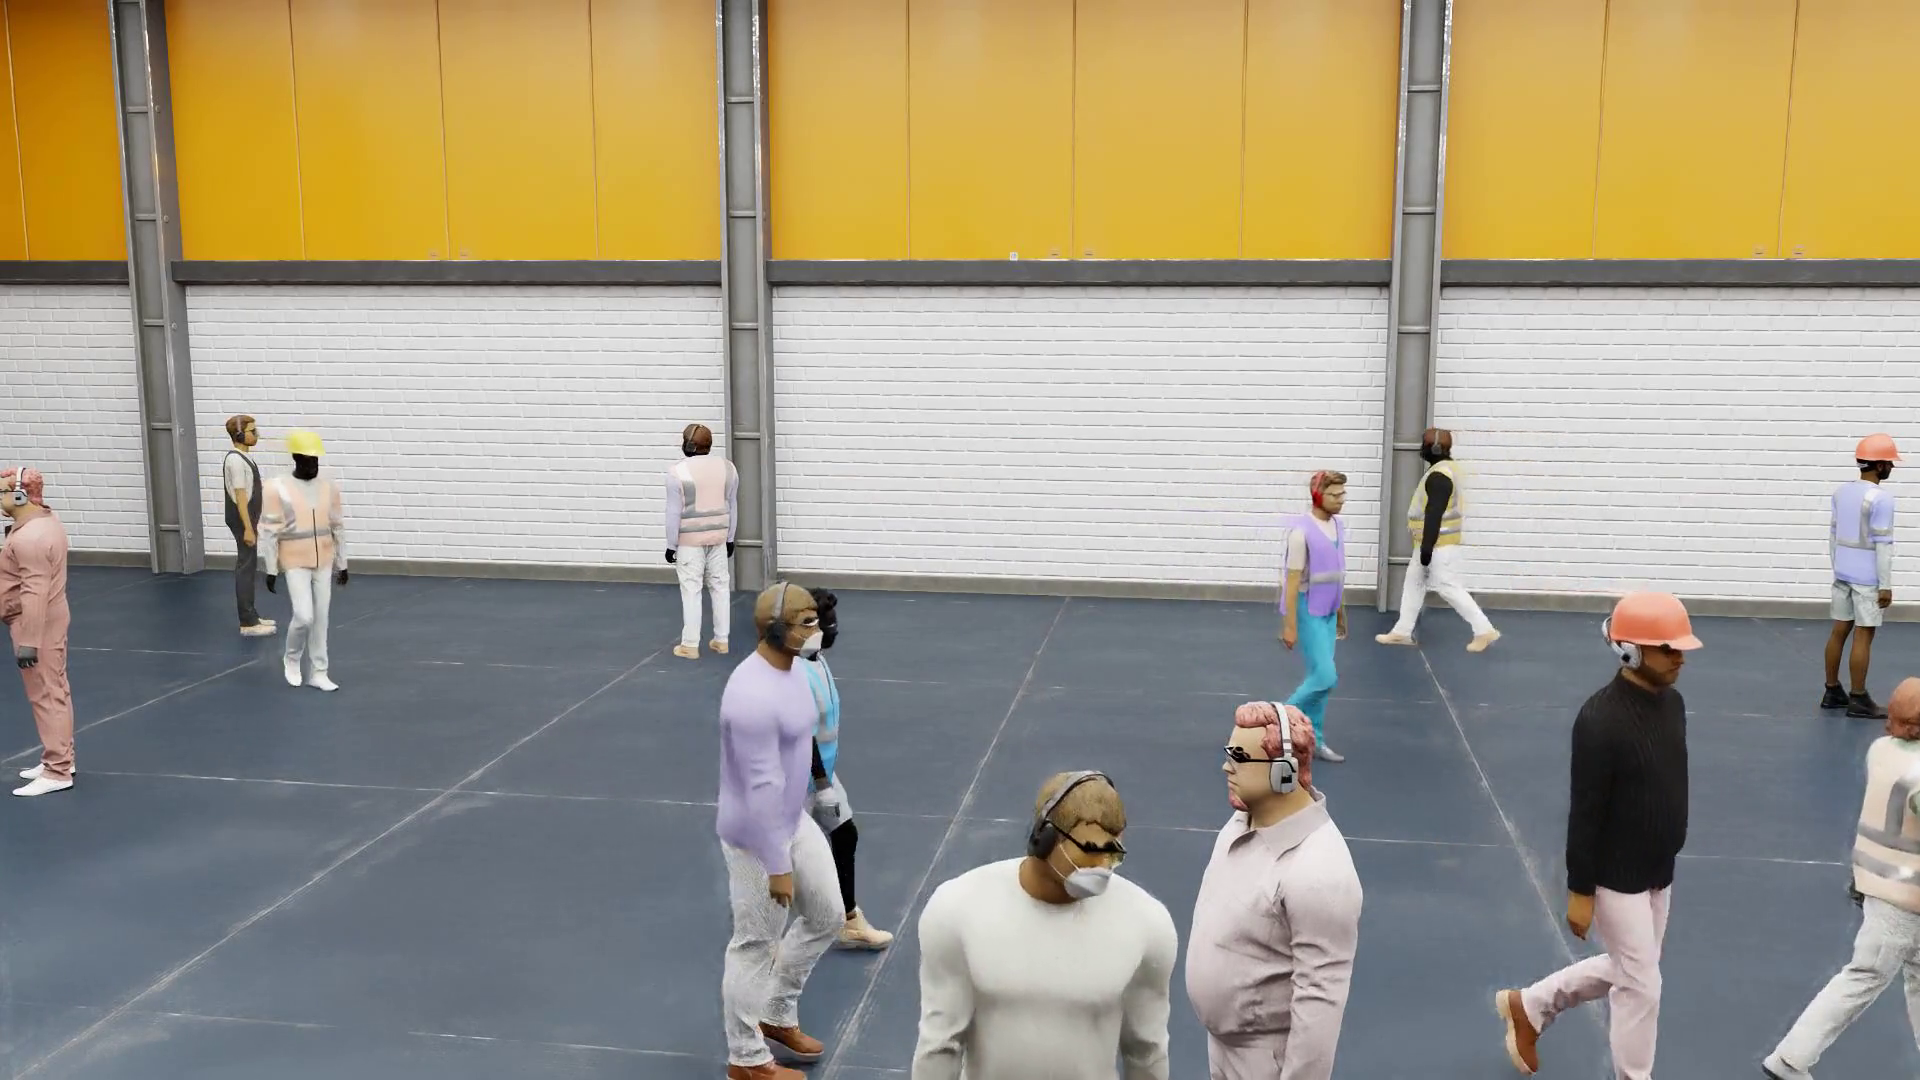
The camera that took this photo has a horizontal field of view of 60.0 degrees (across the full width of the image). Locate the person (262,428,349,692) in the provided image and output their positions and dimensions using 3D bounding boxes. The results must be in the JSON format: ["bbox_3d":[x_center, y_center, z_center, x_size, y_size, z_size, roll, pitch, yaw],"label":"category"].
[{"bbox_3d":[-4.670,0.153,11.934,0.411,1.912,0.618,7,12,37],"label":"person"}]

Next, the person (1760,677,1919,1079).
[{"bbox_3d":[3.366,1.271,6.011,0.843,1.599,0.530,2,9,10],"label":"person"}]

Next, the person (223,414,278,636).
[{"bbox_3d":[-5.935,-0.125,13.868,0.345,1.847,0.508,-4,10,-22],"label":"person"}]

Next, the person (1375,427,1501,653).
[{"bbox_3d":[3.859,-0.001,13.255,0.941,1.807,0.634,3,10,19],"label":"person"}]

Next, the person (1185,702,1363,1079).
[{"bbox_3d":[0.807,1.366,4.486,0.410,1.909,0.643,-2,9,-11],"label":"person"}]

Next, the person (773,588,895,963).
[{"bbox_3d":[-0.590,1.041,7.228,0.736,1.671,0.541,2,9,11],"label":"person"}]

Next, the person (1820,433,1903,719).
[{"bbox_3d":[6.159,0.239,11.335,0.369,1.939,0.542,-1,9,-7],"label":"person"}]

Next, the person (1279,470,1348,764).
[{"bbox_3d":[2.195,0.473,10.214,0.439,1.830,0.590,7,11,36],"label":"person"}]

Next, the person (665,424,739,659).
[{"bbox_3d":[-2.043,0.005,13.072,0.631,1.845,0.429,-7,12,-38],"label":"person"}]

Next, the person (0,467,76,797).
[{"bbox_3d":[-5.397,0.522,9.689,0.408,1.908,0.645,-4,10,-22],"label":"person"}]

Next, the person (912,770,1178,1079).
[{"bbox_3d":[0.208,1.436,4.116,0.631,1.890,0.902,1,9,5],"label":"person"}]

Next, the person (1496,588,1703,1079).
[{"bbox_3d":[2.271,1.118,5.826,0.622,1.972,0.822,-8,12,-39],"label":"person"}]

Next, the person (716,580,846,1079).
[{"bbox_3d":[-0.667,1.100,6.096,0.477,1.924,0.648,2,9,11],"label":"person"}]
